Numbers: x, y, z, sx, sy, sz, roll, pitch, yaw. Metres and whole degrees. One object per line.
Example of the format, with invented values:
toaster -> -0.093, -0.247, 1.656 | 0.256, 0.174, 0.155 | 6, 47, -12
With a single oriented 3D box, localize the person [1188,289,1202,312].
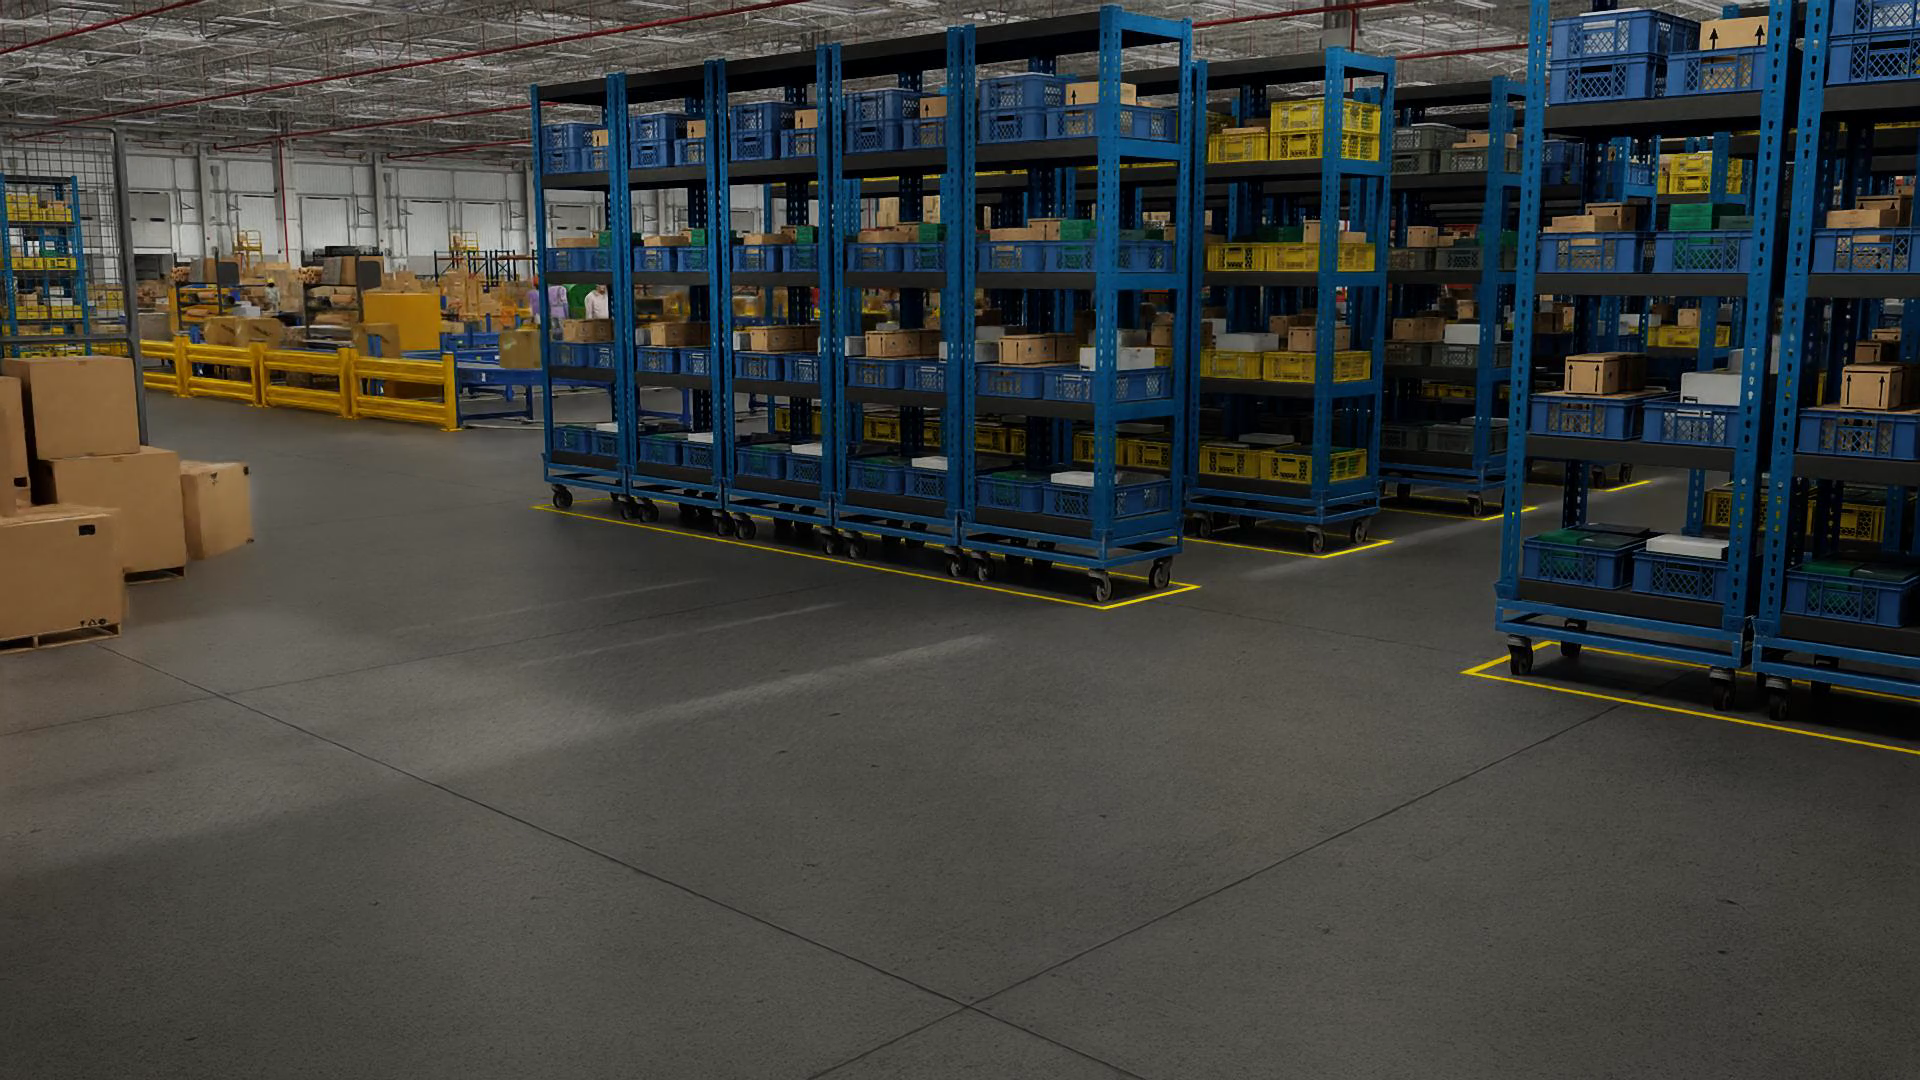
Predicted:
person -> 3.806, -3.249, 27.313 | 0.535, 1.748, 0.486 | 8, 12, 41

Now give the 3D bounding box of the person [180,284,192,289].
person -> -37.754, -12.105, 81.099 | 0.586, 1.921, 0.375 | 1, 9, 7

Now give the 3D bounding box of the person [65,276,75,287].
person -> -35.403, -9.663, 66.336 | 0.576, 1.863, 0.737 | 1, 9, 6

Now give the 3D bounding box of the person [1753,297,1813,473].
person -> 6.966, -1.139, 14.129 | 0.560, 1.831, 0.580 | -8, 12, -40

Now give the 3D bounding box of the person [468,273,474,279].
person -> -17.225, -8.442, 58.634 | 0.557, 1.924, 0.424 | -6, 11, -34

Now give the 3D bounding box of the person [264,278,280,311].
person -> -25.325, -8.776, 61.249 | 0.512, 1.728, 0.425 | -4, 10, -25

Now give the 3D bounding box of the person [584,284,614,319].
person -> -7.065, -4.208, 32.776 | 0.395, 1.900, 0.645 | 9, 13, 43

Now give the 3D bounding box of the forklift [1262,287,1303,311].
forklift -> 10.769, -8.203, 54.240 | 1.129, 2.768, 1.873 | 8, 12, 42

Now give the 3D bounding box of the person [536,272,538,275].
person -> -25.060, -15.069, 99.365 | 0.468, 1.900, 0.656 | 1, 9, 9

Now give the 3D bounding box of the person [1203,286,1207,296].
person -> 9.463, -9.070, 63.300 | 0.868, 1.662, 0.533 | 8, 12, 42

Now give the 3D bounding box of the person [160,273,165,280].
person -> -41.341, -12.947, 86.497 | 0.651, 1.850, 0.522 | -9, 13, -44

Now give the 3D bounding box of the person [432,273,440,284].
person -> -28.092, -13.417, 89.394 | 0.634, 1.839, 0.429 | 5, 11, 29

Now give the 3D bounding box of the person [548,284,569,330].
person -> -9.055, -5.074, 37.614 | 0.608, 2.044, 0.373 | 6, 11, 35

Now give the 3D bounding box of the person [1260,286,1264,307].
person -> 10.300, -8.316, 57.857 | 0.550, 1.920, 0.642 | 8, 12, 41

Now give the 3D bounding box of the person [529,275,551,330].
person -> -10.823, -5.845, 42.761 | 0.565, 1.908, 0.690 | -8, 12, -39

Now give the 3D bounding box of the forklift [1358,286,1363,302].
forklift -> 11.100, -7.017, 46.970 | 1.873, 2.768, 1.129 | 9, 13, 43

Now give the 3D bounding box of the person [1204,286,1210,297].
person -> 8.193, -7.635, 54.572 | 0.499, 1.633, 0.286 | 6, 11, 32

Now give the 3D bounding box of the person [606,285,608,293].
person -> -12.880, -8.591, 60.421 | 0.521, 1.637, 0.310 | 3, 10, 19

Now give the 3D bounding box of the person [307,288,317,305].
person -> -23.165, -8.566, 59.689 | 0.929, 1.830, 0.520 | -4, 10, -23

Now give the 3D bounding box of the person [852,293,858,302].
person -> -4.715, -10.995, 74.974 | 0.540, 1.695, 0.317 | 6, 11, 32
